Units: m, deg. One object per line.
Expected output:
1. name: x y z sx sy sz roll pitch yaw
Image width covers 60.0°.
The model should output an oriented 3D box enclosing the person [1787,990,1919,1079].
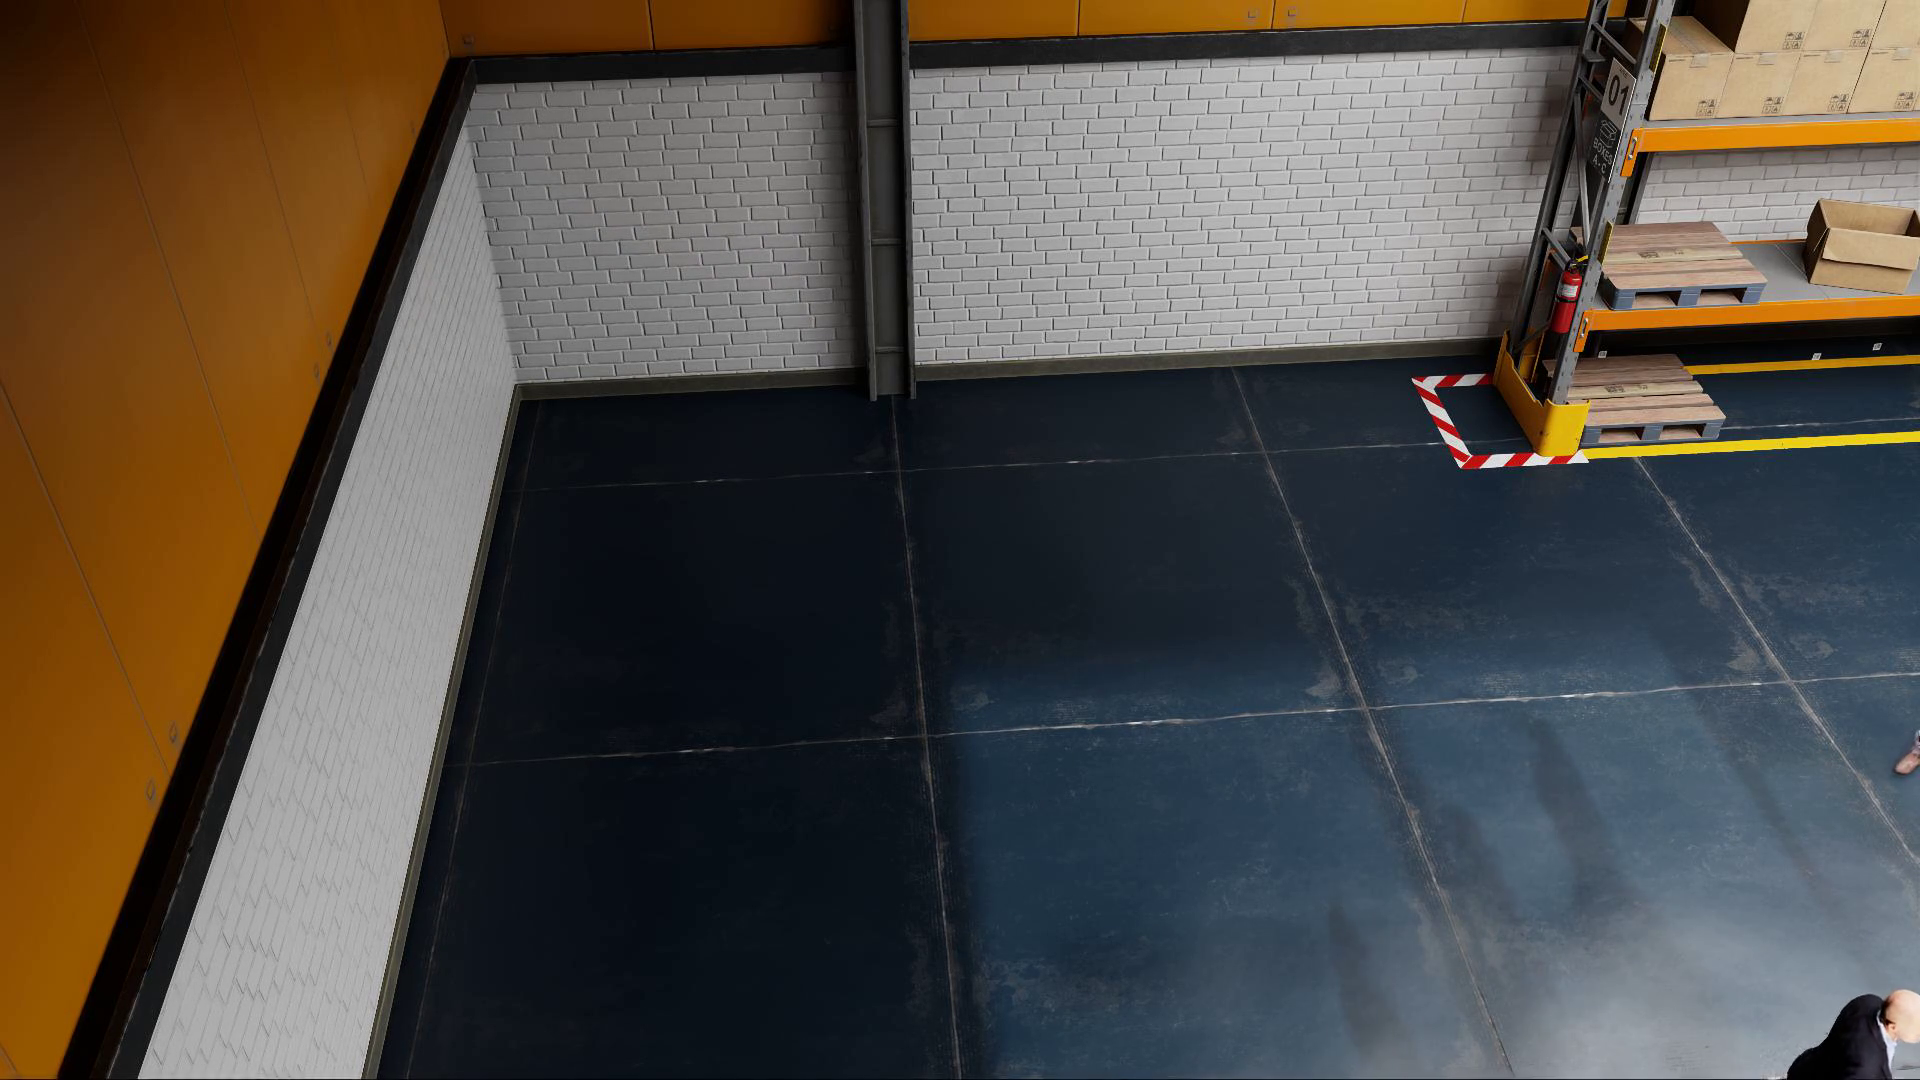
1. person: 4.059 2.663 7.965 1.064 1.774 0.969 16 41 19
